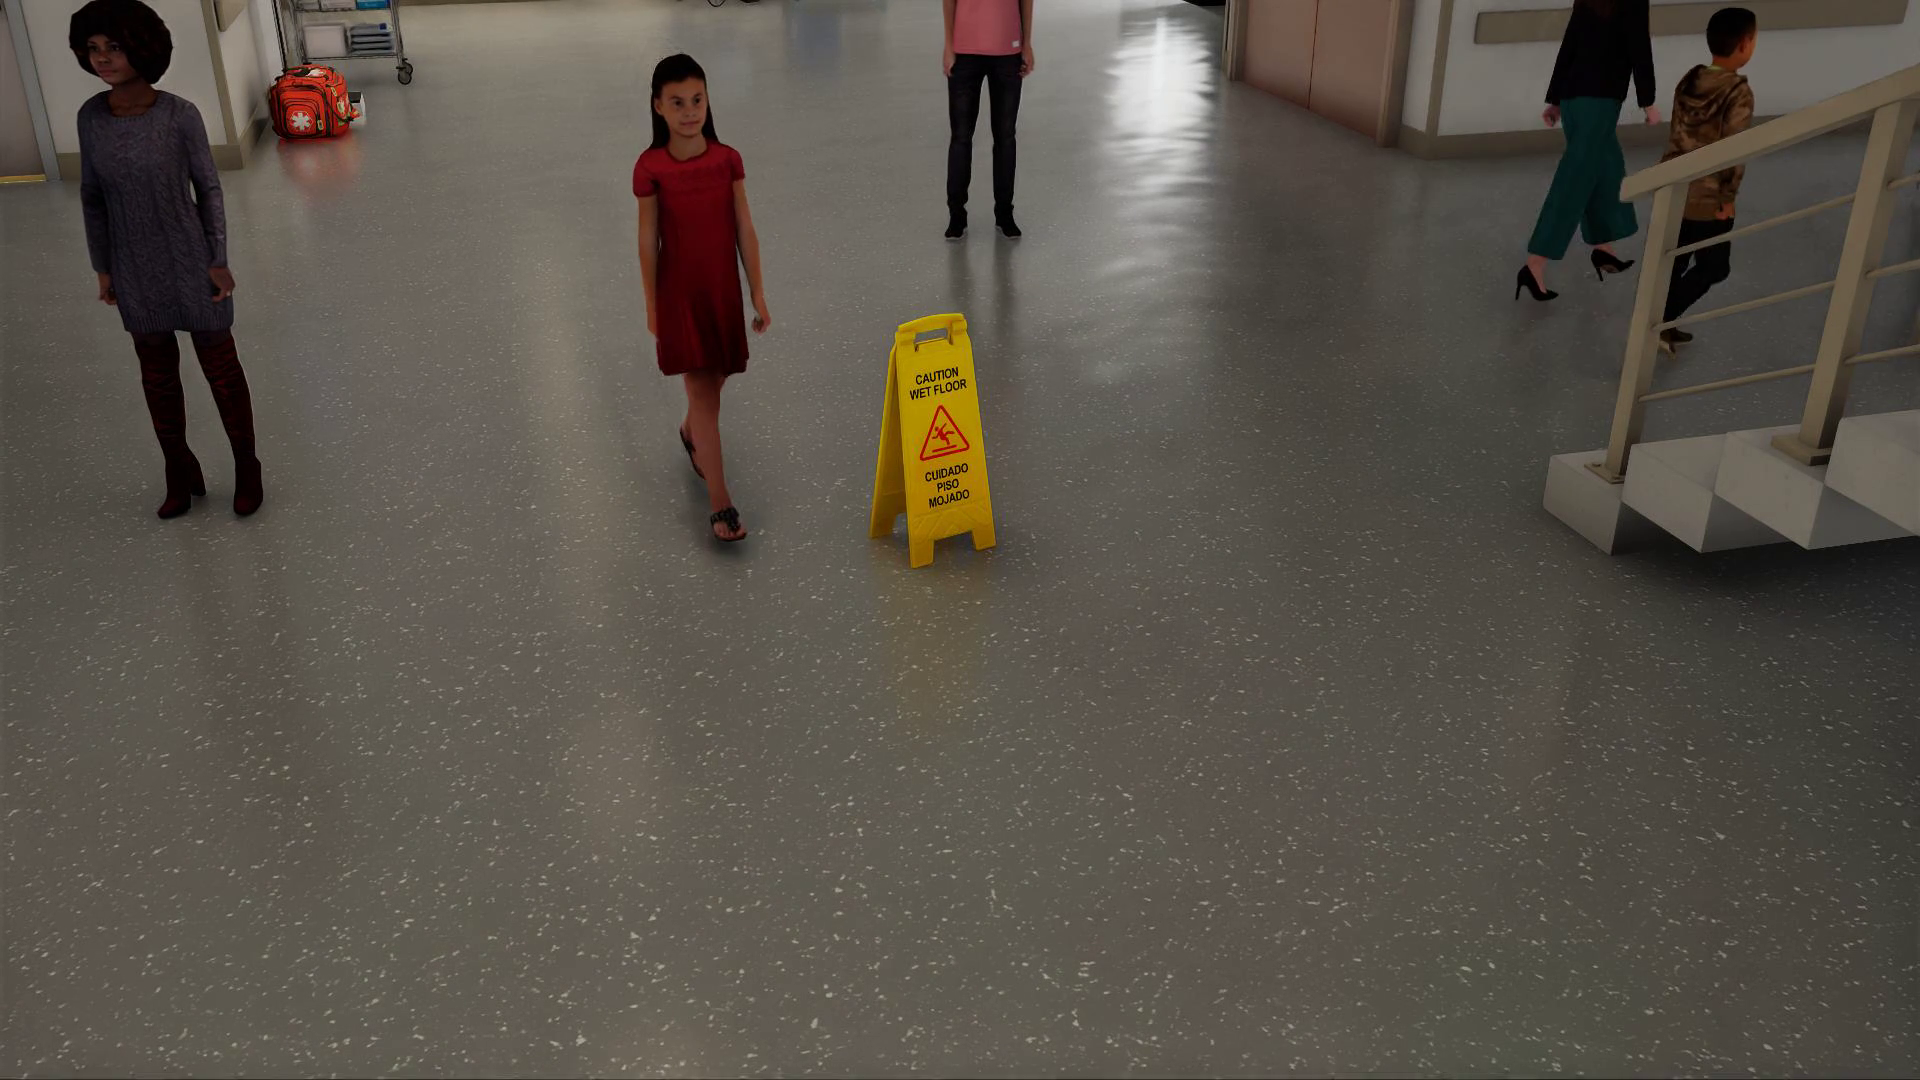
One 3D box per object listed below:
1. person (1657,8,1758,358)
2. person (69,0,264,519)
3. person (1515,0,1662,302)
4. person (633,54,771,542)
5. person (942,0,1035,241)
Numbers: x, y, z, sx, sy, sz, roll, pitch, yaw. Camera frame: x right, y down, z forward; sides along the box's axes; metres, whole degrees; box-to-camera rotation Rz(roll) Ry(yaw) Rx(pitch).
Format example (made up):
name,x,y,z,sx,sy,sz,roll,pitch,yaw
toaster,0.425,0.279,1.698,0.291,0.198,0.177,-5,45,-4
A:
name,x,y,z,sx,sy,sz,roll,pitch,yaw
person,3.041,-1.460,6.954,0.705,1.443,0.674,-12,28,-23
person,-2.610,-0.899,5.484,0.632,1.710,0.584,-1,26,-2
person,2.803,-1.904,7.577,0.663,1.703,0.911,-7,27,-14
person,-0.879,-0.834,5.562,0.707,1.526,1.099,-14,29,-26
person,0.138,-2.558,8.638,0.664,1.958,0.599,-2,26,-5
